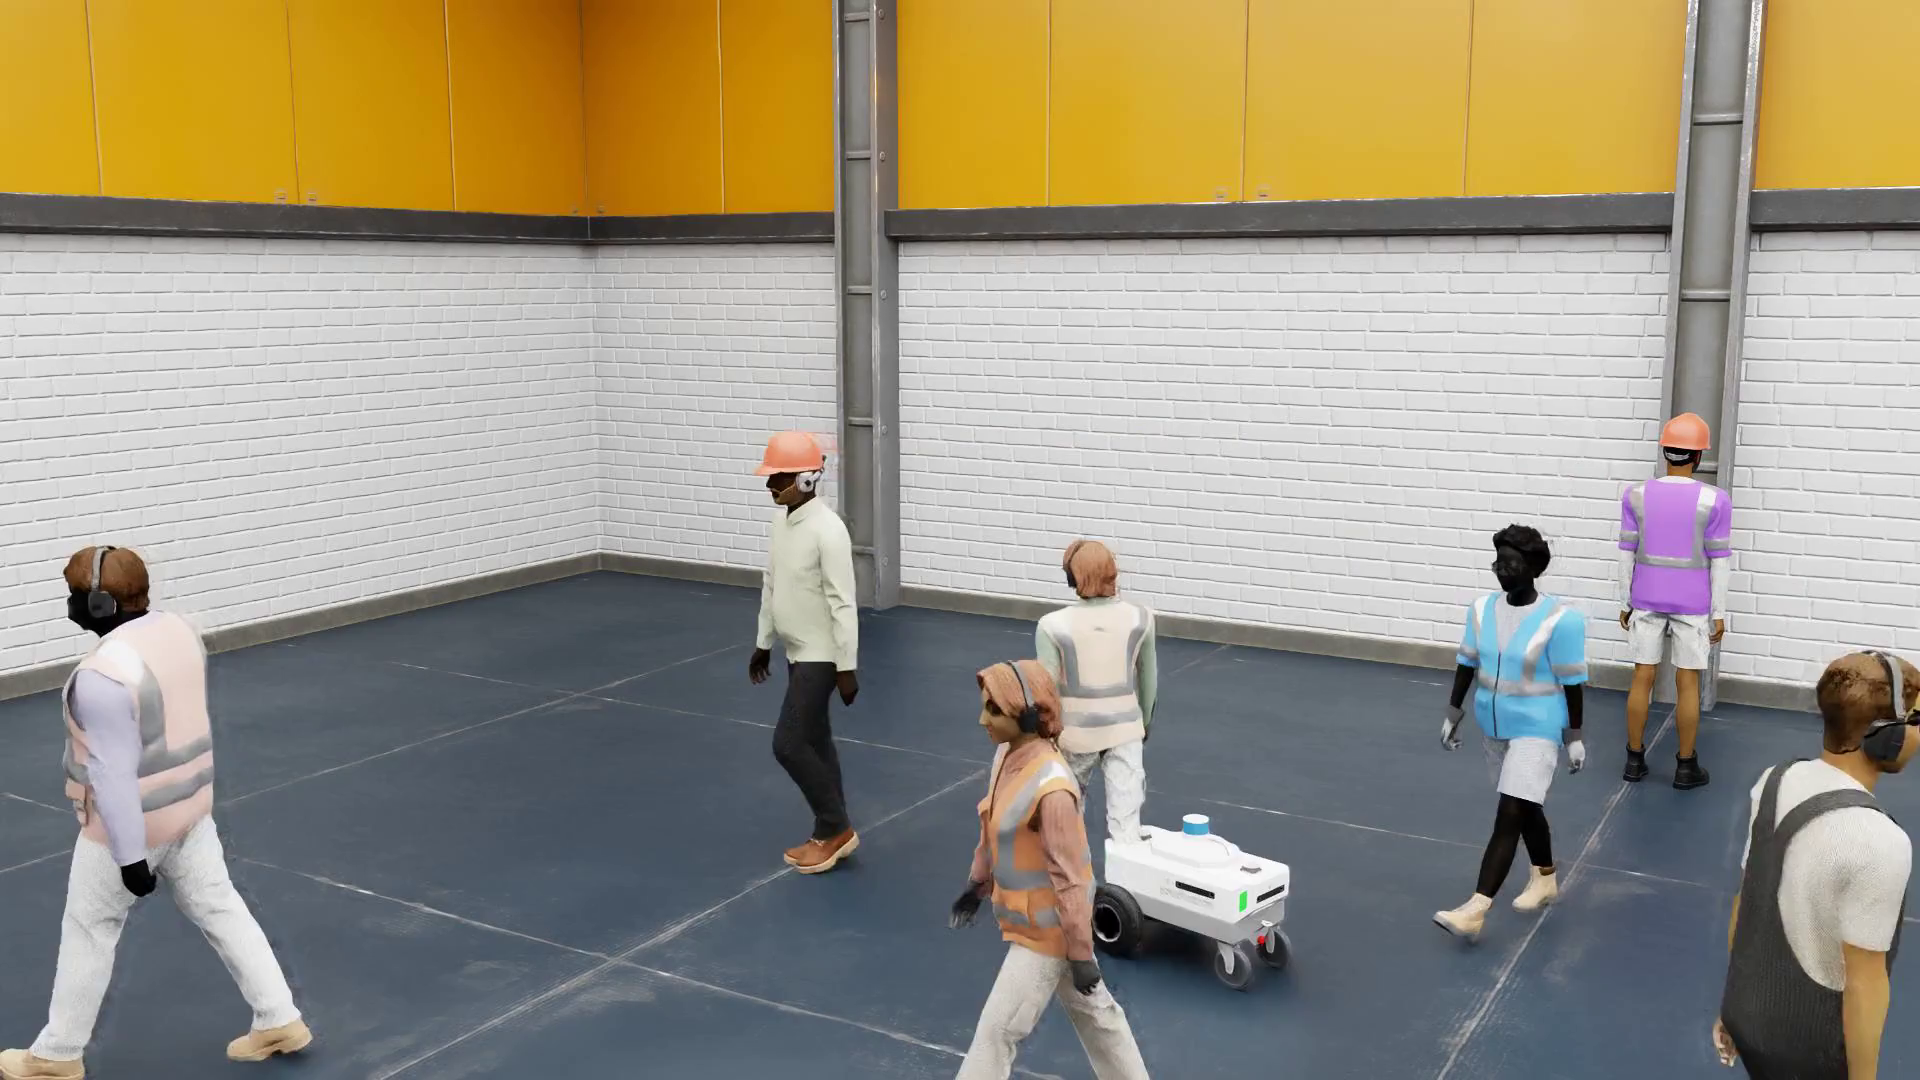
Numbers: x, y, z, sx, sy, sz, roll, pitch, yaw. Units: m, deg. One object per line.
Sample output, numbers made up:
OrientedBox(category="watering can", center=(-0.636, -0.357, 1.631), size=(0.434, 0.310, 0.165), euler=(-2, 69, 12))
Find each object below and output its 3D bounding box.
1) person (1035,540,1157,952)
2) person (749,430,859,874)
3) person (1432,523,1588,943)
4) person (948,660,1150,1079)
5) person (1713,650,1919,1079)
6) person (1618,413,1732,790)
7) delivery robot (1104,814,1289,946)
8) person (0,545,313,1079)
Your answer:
OrientedBox(category="person", center=(0.553, 0.792, 6.686), size=(0.525, 1.591, 0.878), euler=(-1, 9, -7))
OrientedBox(category="person", center=(-0.676, 0.497, 7.345), size=(0.473, 1.973, 0.631), euler=(-4, 10, -22))
OrientedBox(category="person", center=(2.189, 0.759, 6.676), size=(0.879, 1.645, 0.555), euler=(-5, 11, -31))
OrientedBox(category="person", center=(0.204, 1.102, 4.753), size=(0.917, 1.578, 0.540), euler=(-1, 9, -6))
OrientedBox(category="person", center=(1.839, 1.140, 3.785), size=(0.628, 1.824, 0.528), euler=(0, 9, -1))
OrientedBox(category="person", center=(3.673, 0.316, 8.573), size=(0.547, 1.938, 0.359), euler=(7, 11, 36))
OrientedBox(category="delivery robot", center=(0.906, 1.304, 6.415), size=(0.707, 0.478, 0.477), euler=(9, 13, 44))
OrientedBox(category="person", center=(-2.649, 0.895, 5.438), size=(0.971, 1.797, 0.637), euler=(1, 9, 4))
